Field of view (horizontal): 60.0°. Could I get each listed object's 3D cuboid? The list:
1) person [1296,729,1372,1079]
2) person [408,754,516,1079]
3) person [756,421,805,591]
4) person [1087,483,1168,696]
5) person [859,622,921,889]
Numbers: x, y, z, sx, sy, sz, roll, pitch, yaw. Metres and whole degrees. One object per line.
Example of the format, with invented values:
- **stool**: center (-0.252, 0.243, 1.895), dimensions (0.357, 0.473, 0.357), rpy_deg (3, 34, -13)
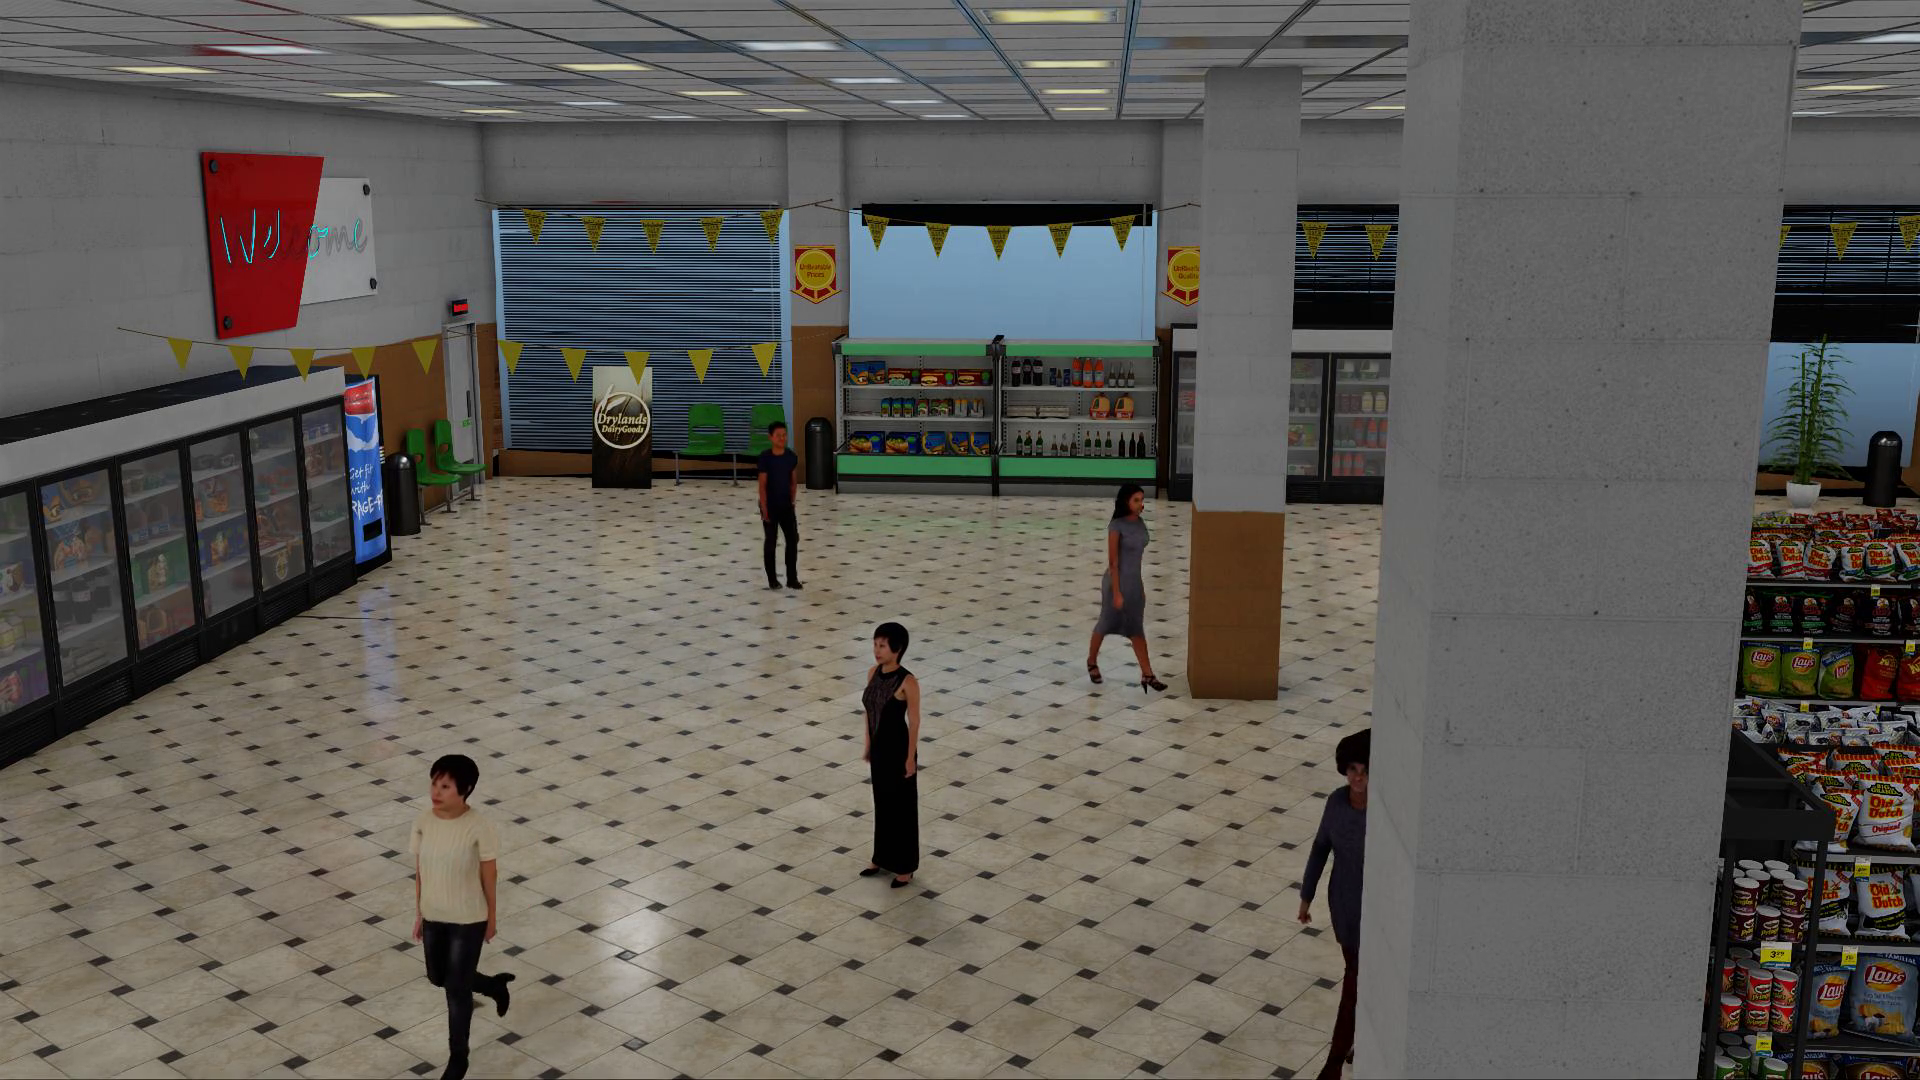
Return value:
- **person**: center (1.909, 1.685, 7.696), dimensions (1.043, 1.683, 1.017), rpy_deg (-11, 16, -43)
- **person**: center (-2.307, 1.735, 7.736), dimensions (0.912, 1.568, 0.809), rpy_deg (4, 13, 19)
- **person**: center (-1.931, -0.353, 17.163), dimensions (0.863, 1.770, 0.911), rpy_deg (-7, 14, -29)
- **person**: center (1.274, 0.409, 13.656), dimensions (1.101, 1.724, 1.142), rpy_deg (-9, 15, -35)
- **person**: center (-0.392, 1.263, 9.897), dimensions (0.717, 1.603, 0.642), rpy_deg (-12, 17, -44)
